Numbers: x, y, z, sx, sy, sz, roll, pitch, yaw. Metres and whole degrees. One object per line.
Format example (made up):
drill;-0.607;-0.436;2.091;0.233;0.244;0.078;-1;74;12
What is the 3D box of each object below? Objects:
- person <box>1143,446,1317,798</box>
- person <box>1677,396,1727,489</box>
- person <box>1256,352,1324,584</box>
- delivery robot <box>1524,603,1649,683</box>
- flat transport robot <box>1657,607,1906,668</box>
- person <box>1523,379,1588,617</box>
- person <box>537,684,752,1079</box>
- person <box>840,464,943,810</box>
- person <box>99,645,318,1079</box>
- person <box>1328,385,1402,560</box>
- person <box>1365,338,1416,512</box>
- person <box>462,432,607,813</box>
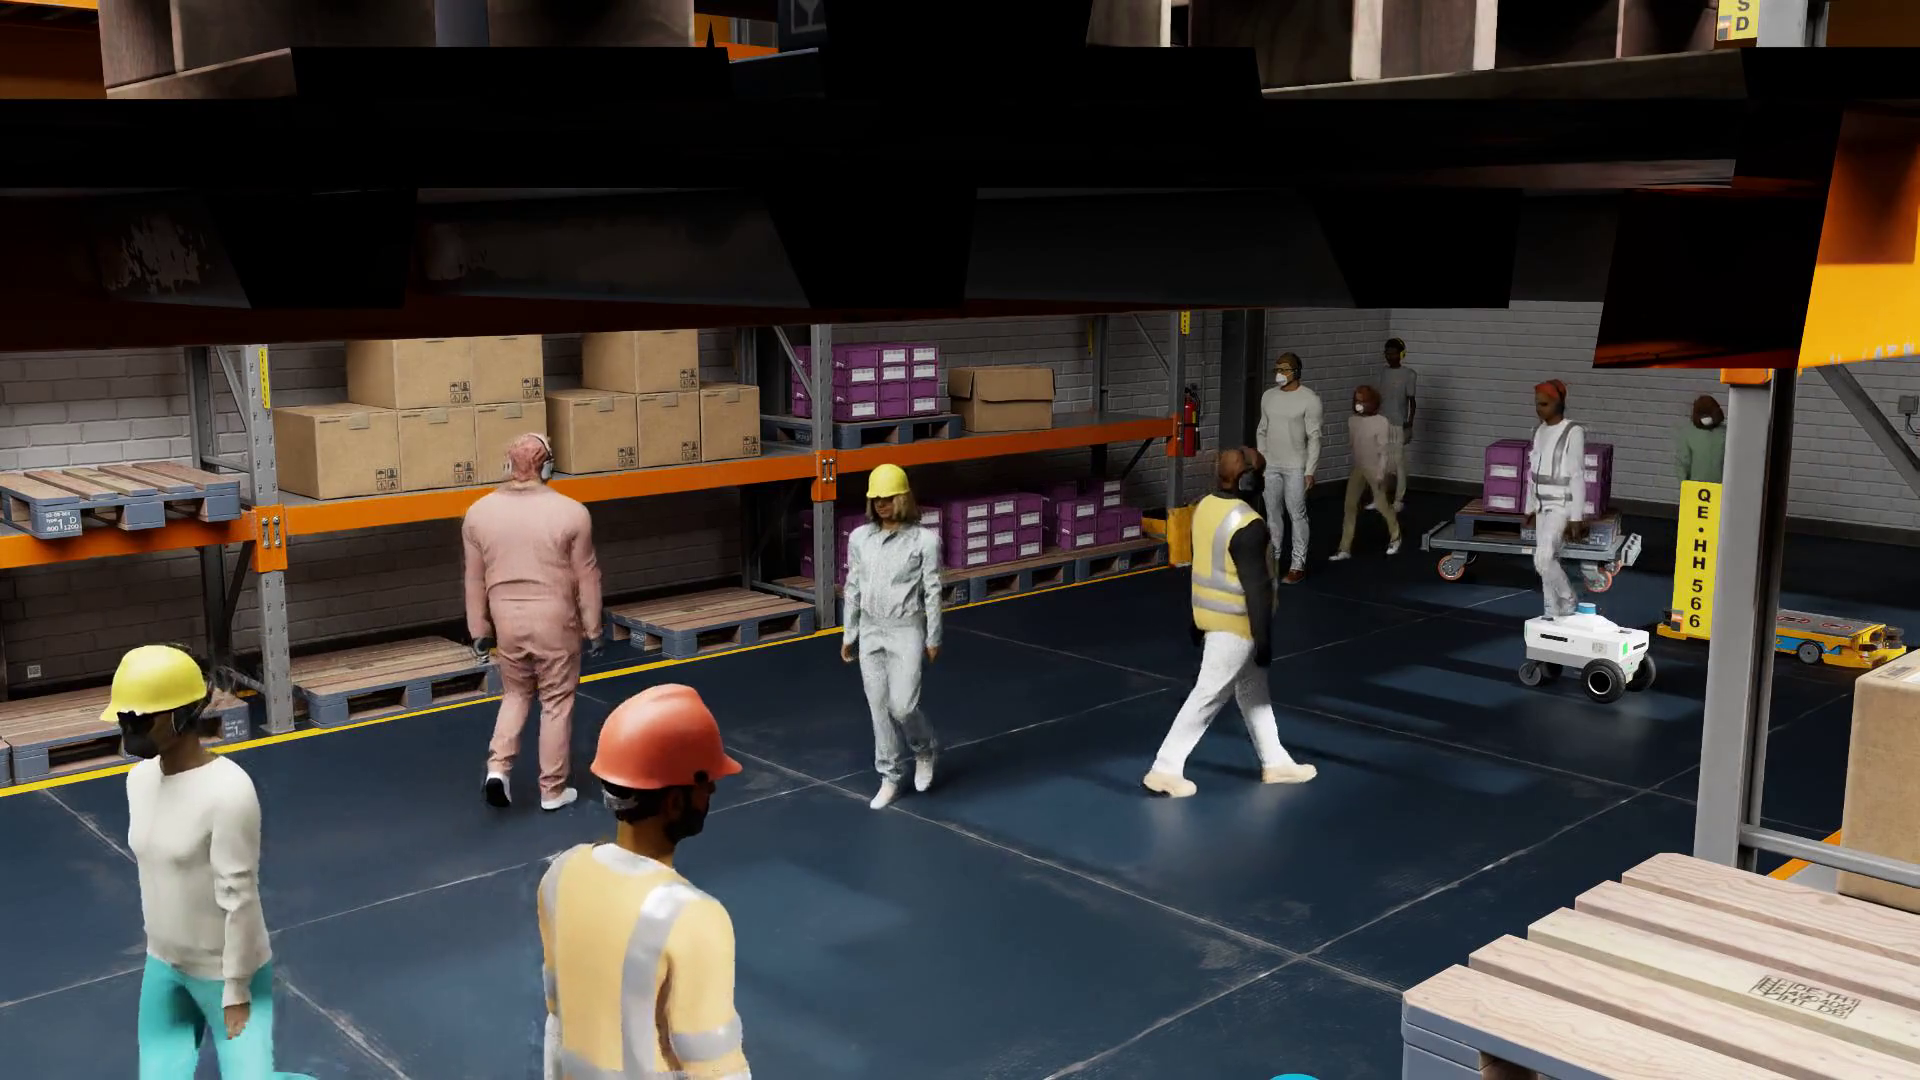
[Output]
person;1.368;0.416;8.429;0.971;1.800;0.637;-2;10;-12
person;6.236;-0.401;13.825;0.542;1.573;0.829;1;10;5
person;2.741;-0.603;13.969;0.373;1.940;0.628;-9;13;-42
delivery robot;3.932;0.639;10.470;0.477;0.478;0.707;-9;13;-42
flat transport robot;5.708;0.636;11.589;0.652;0.197;1.431;-9;13;-42
person;4.219;-0.212;11.867;0.410;1.870;0.625;-2;10;-12
person;-0.656;1.230;3.364;0.958;1.897;0.563;-9;13;-43
person;-0.342;0.477;8.250;0.491;1.729;0.403;5;11;25
person;-1.987;1.109;4.520;0.524;1.741;0.706;5;11;28
person;3.745;-0.619;15.116;0.866;1.593;0.504;-7;12;-35
person;4.646;-1.226;17.853;0.334;1.865;0.558;-9;13;-43
person;-2.072;0.421;8.120;0.649;1.888;0.465;2;10;12
